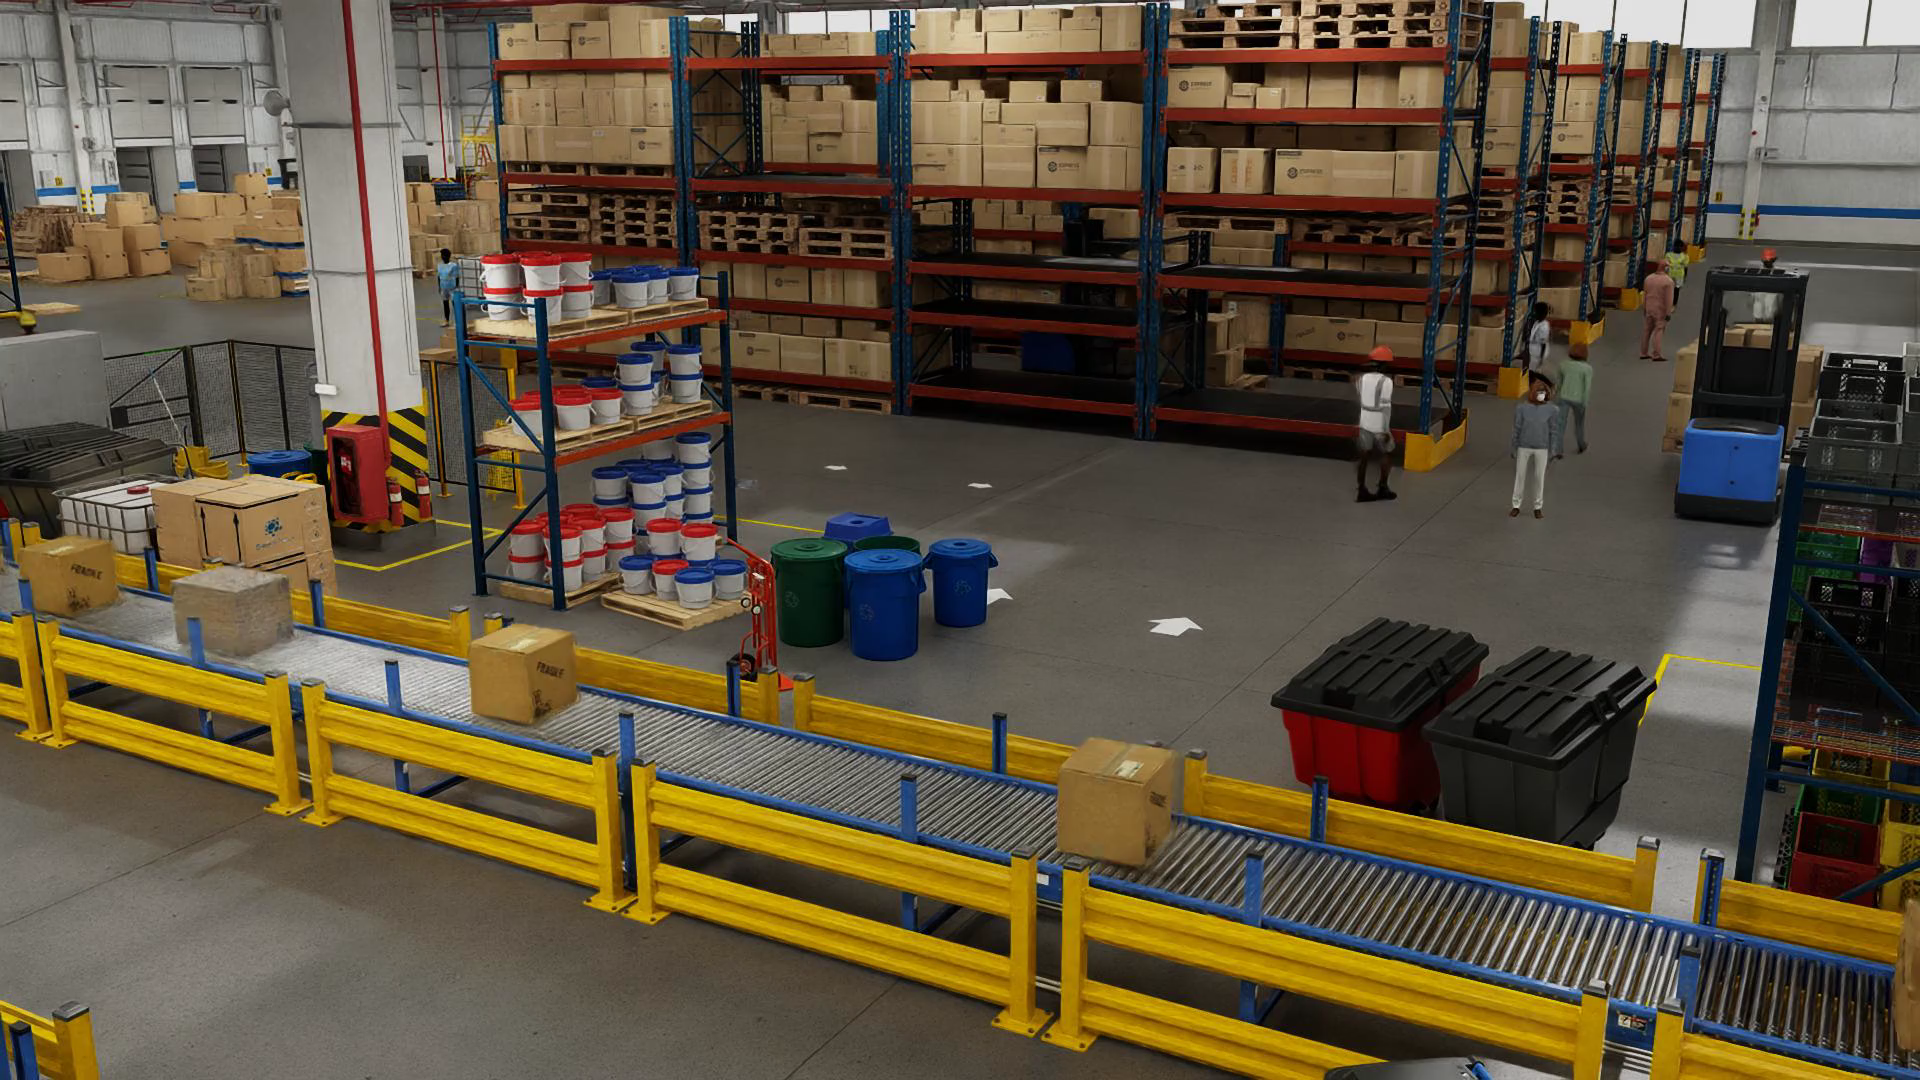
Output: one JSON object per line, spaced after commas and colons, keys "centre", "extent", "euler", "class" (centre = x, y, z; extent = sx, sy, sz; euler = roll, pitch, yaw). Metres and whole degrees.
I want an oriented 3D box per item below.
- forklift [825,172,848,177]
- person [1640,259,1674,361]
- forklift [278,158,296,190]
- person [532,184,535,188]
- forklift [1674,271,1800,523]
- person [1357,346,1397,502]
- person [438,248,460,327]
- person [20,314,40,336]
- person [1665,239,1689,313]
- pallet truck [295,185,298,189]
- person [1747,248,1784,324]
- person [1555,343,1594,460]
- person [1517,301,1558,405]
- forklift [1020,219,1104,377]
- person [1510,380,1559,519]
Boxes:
{"centre": [-4.620, -13.133, 62.470], "extent": [1.129, 2.768, 1.873], "euler": [8, 17, 28], "class": "forklift"}
{"centre": [13.087, -4.300, 31.152], "extent": [0.399, 1.900, 0.643], "euler": [-7, 16, -24], "class": "person"}
{"centre": [-22.529, -11.525, 56.427], "extent": [1.873, 2.768, 1.129], "euler": [8, 17, 28], "class": "forklift"}
{"centre": [-17.019, -13.485, 66.079], "extent": [0.532, 1.690, 0.322], "euler": [3, 15, 11], "class": "person"}
{"centre": [9.269, -1.763, 19.726], "extent": [1.129, 2.768, 1.873], "euler": [8, 17, 27], "class": "forklift"}
{"centre": [5.130, -1.409, 20.238], "extent": [0.679, 1.915, 0.581], "euler": [-8, 17, -28], "class": "person"}
{"centre": [-10.970, -5.405, 35.684], "extent": [0.532, 1.697, 0.322], "euler": [5, 16, 19], "class": "person"}
{"centre": [-13.646, -2.465, 24.559], "extent": [0.555, 1.723, 0.866], "euler": [-10, 18, -33], "class": "person"}
{"centre": [16.358, -6.033, 38.054], "extent": [0.556, 1.681, 0.397], "euler": [8, 17, 28], "class": "person"}
{"centre": [-26.804, -14.617, 69.738], "extent": [1.885, 1.965, 0.823], "euler": [-14, 20, -42], "class": "pallet truck"}
{"centre": [15.478, -4.594, 31.989], "extent": [0.637, 2.029, 0.443], "euler": [14, 20, 42], "class": "person"}
{"centre": [8.412, -1.912, 22.779], "extent": [0.505, 1.579, 0.880], "euler": [11, 19, 36], "class": "person"}
{"centre": [9.316, -2.978, 26.569], "extent": [0.607, 1.682, 0.545], "euler": [3, 15, 10], "class": "person"}
{"centre": [2.069, -3.999, 28.135], "extent": [1.873, 2.768, 1.129], "euler": [8, 17, 28], "class": "forklift"}
{"centre": [6.711, -1.061, 19.475], "extent": [0.507, 1.634, 0.280], "euler": [5, 16, 18], "class": "person"}
